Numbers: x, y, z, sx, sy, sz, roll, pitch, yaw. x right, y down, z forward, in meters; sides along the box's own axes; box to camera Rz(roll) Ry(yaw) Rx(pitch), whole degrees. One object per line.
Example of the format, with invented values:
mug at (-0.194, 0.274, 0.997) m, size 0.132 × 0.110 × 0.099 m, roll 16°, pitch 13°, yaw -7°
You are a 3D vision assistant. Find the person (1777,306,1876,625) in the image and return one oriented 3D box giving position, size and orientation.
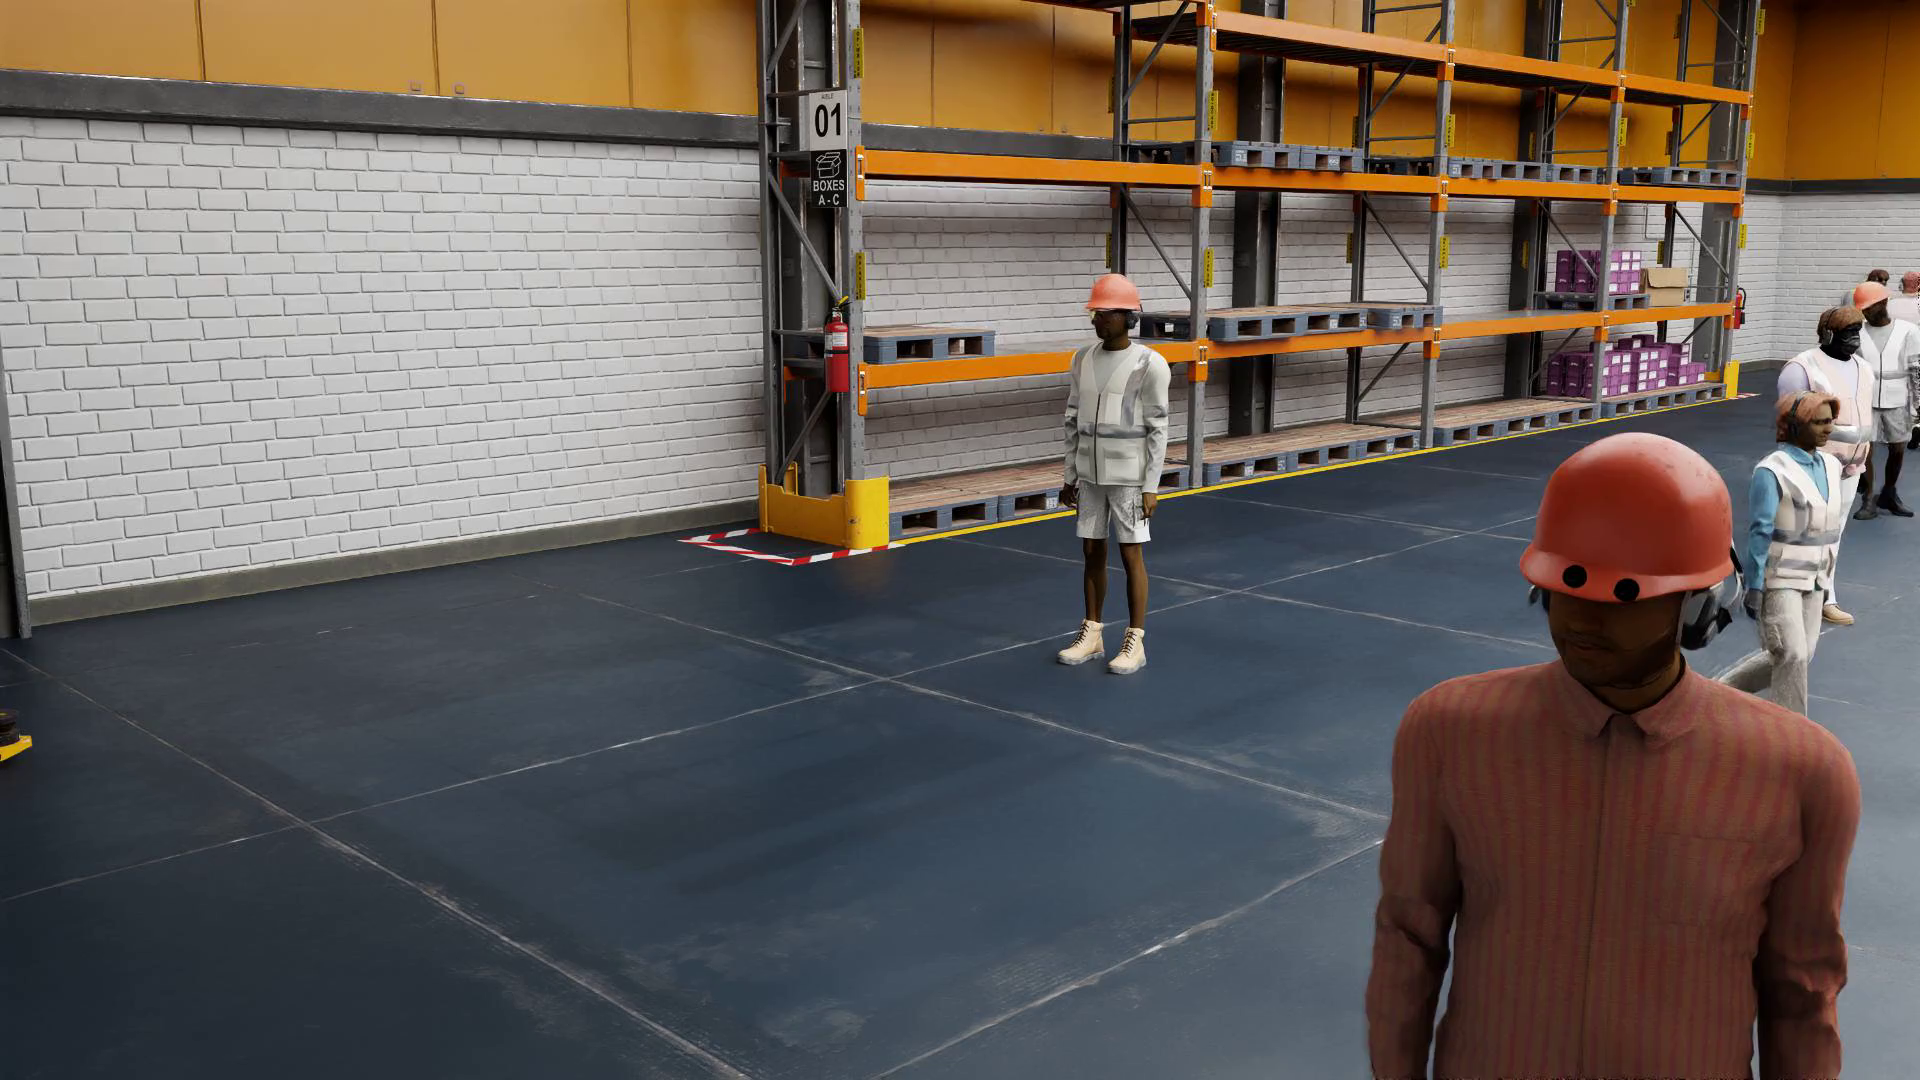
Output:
person at (4.968, -0.413, 9.538) m, size 0.619 × 1.845 × 0.430 m, roll -4°, pitch 11°, yaw -20°

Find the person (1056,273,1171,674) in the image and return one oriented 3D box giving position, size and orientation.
person at (0.777, -0.337, 8.562) m, size 0.607 × 2.048 × 0.367 m, roll 8°, pitch 13°, yaw 39°

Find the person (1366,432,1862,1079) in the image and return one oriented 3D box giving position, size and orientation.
person at (0.871, 0.837, 2.310) m, size 0.614 × 1.990 × 0.392 m, roll 4°, pitch 11°, yaw 20°

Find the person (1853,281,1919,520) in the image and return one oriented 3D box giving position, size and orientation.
person at (7.269, -1.095, 13.152) m, size 0.620 × 1.886 × 0.674 m, roll 5°, pitch 12°, yaw 27°

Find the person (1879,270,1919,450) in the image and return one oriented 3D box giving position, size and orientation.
person at (10.001, -1.898, 17.547) m, size 0.647 × 1.881 × 0.862 m, roll 4°, pitch 11°, yaw 20°

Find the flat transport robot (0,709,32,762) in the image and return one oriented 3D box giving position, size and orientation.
flat transport robot at (-4.734, 0.860, 6.882) m, size 1.431 × 0.197 × 0.652 m, roll 1°, pitch 10°, yaw 3°

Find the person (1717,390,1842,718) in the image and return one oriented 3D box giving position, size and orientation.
person at (3.431, 0.168, 6.984) m, size 0.521 × 1.620 × 0.677 m, roll -6°, pitch 12°, yaw -29°

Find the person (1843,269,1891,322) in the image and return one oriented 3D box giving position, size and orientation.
person at (11.910, -2.673, 21.971) m, size 0.643 × 1.805 × 0.686 m, roll 1°, pitch 10°, yaw 3°
